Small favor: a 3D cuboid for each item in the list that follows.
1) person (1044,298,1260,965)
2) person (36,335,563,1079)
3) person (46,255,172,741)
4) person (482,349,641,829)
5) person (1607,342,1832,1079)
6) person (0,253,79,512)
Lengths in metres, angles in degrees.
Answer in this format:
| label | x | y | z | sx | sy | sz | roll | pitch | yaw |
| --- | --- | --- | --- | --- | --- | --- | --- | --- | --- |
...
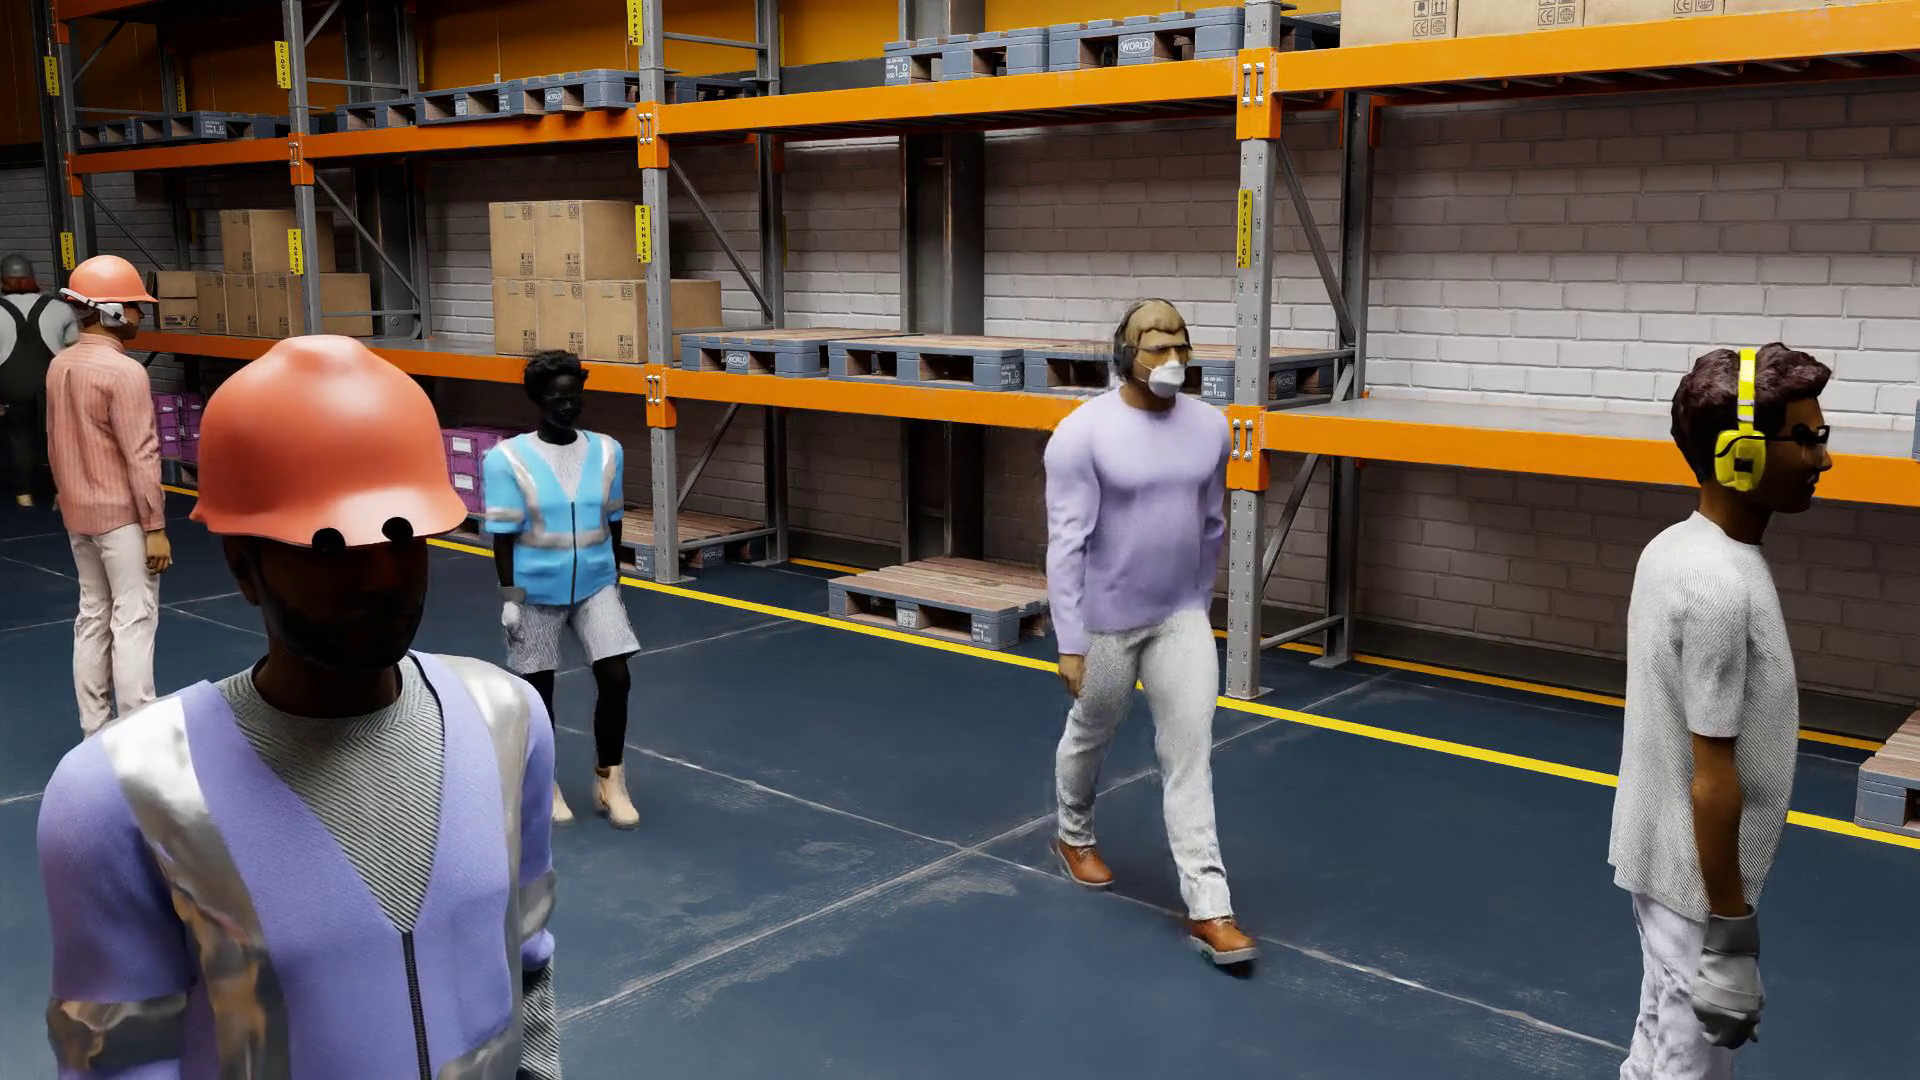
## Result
| label | x | y | z | sx | sy | sz | roll | pitch | yaw |
| --- | --- | --- | --- | --- | --- | --- | --- | --- | --- |
| person | 0.535 | 0.233 | 4.931 | 0.645 | 1.887 | 1.044 | -4 | 11 | -23 |
| person | -0.614 | 0.760 | 1.743 | 0.361 | 1.939 | 0.543 | 8 | 13 | 40 |
| person | -3.227 | -0.085 | 6.392 | 0.616 | 1.993 | 0.395 | 7 | 12 | 35 |
| person | -1.351 | 0.193 | 5.710 | 0.537 | 1.678 | 0.575 | -6 | 12 | -32 |
| person | 1.277 | 0.605 | 2.824 | 0.327 | 1.872 | 0.510 | 3 | 10 | 14 |
| person | -7.138 | -1.235 | 12.812 | 0.685 | 2.000 | 1.002 | -6 | 12 | -32 |
